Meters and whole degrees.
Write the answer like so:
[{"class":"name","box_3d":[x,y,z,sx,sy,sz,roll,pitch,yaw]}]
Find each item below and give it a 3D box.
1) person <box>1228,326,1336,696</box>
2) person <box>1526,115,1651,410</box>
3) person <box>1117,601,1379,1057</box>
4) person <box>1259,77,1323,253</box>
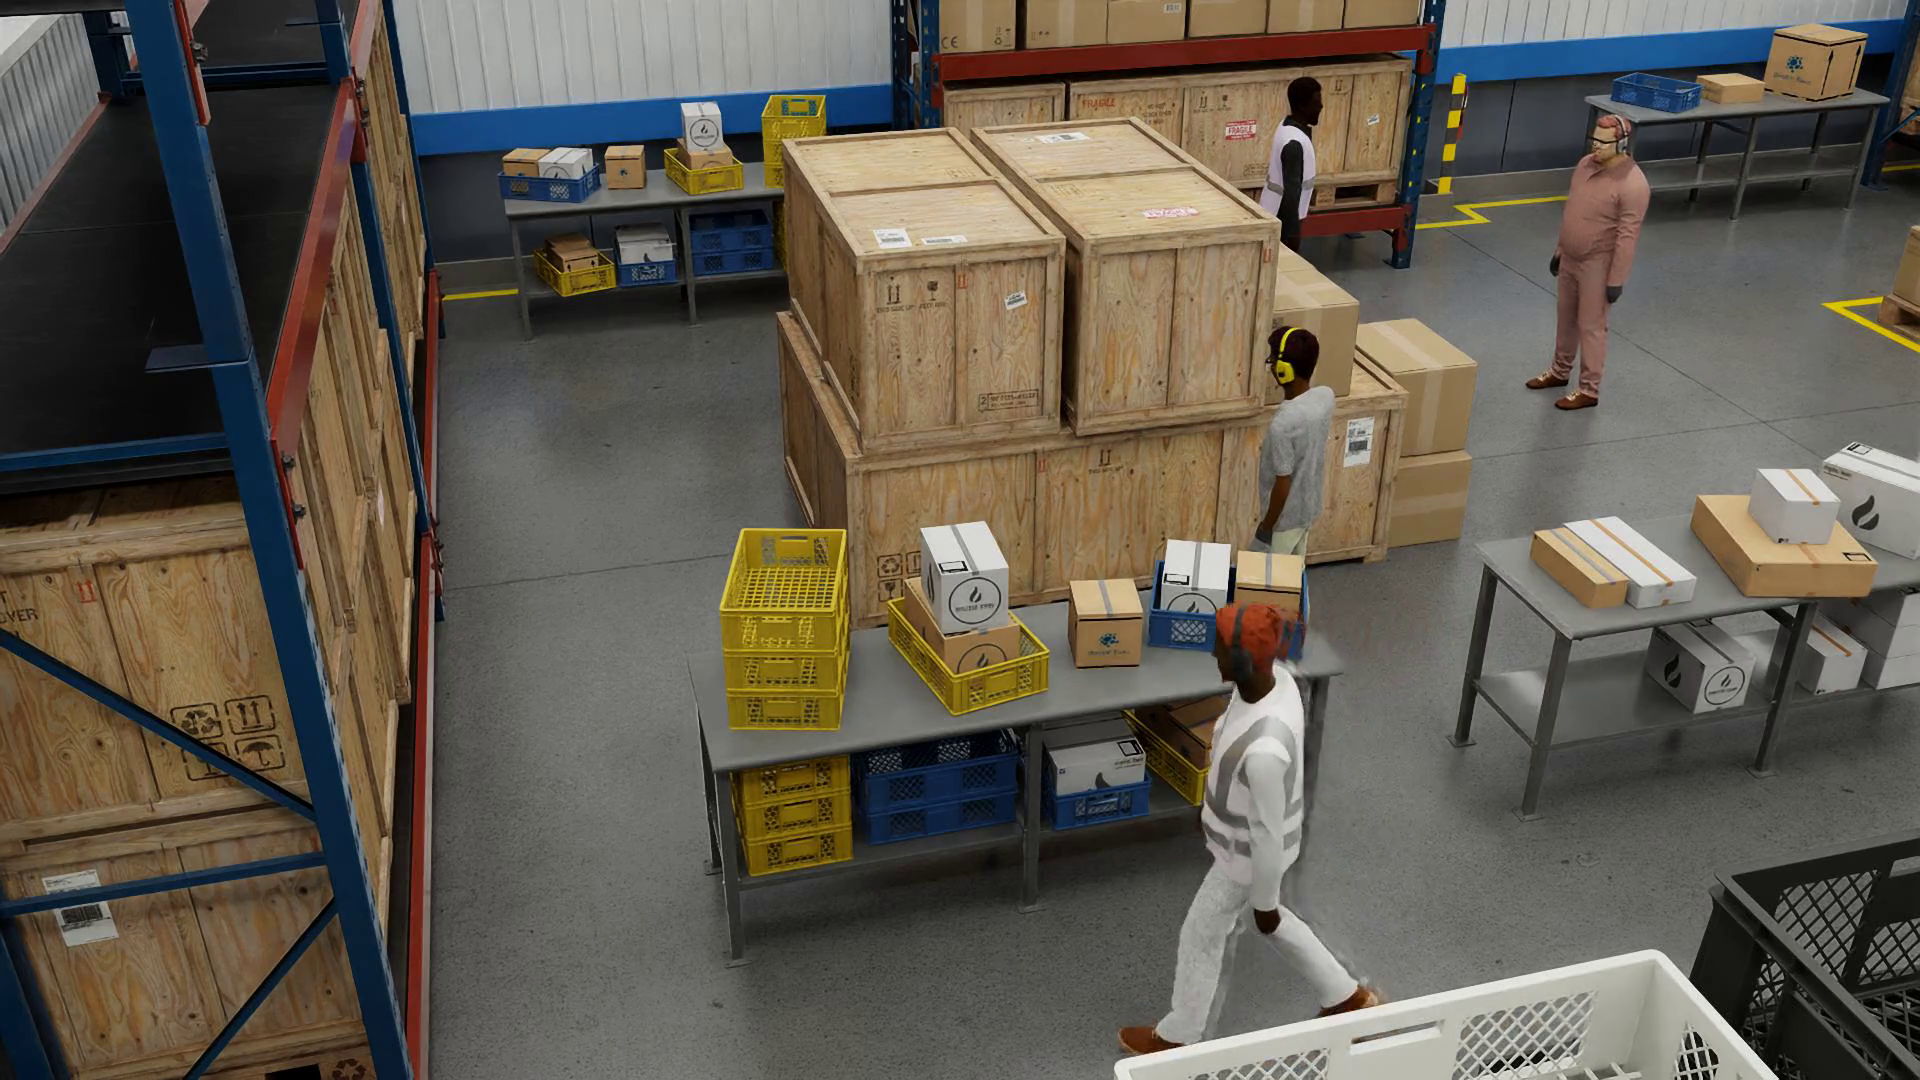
[{"class":"person","box_3d":[1.475,-0.095,7.622,0.328,1.865,0.521,19,34,30]},{"class":"person","box_3d":[4.018,-1.773,10.637,0.401,1.900,0.650,-7,30,-12]},{"class":"person","box_3d":[1.043,1.024,5.599,0.842,1.859,0.575,7,30,12]},{"class":"person","box_3d":[2.236,-2.205,11.394,0.390,1.920,0.587,3,29,5]}]
